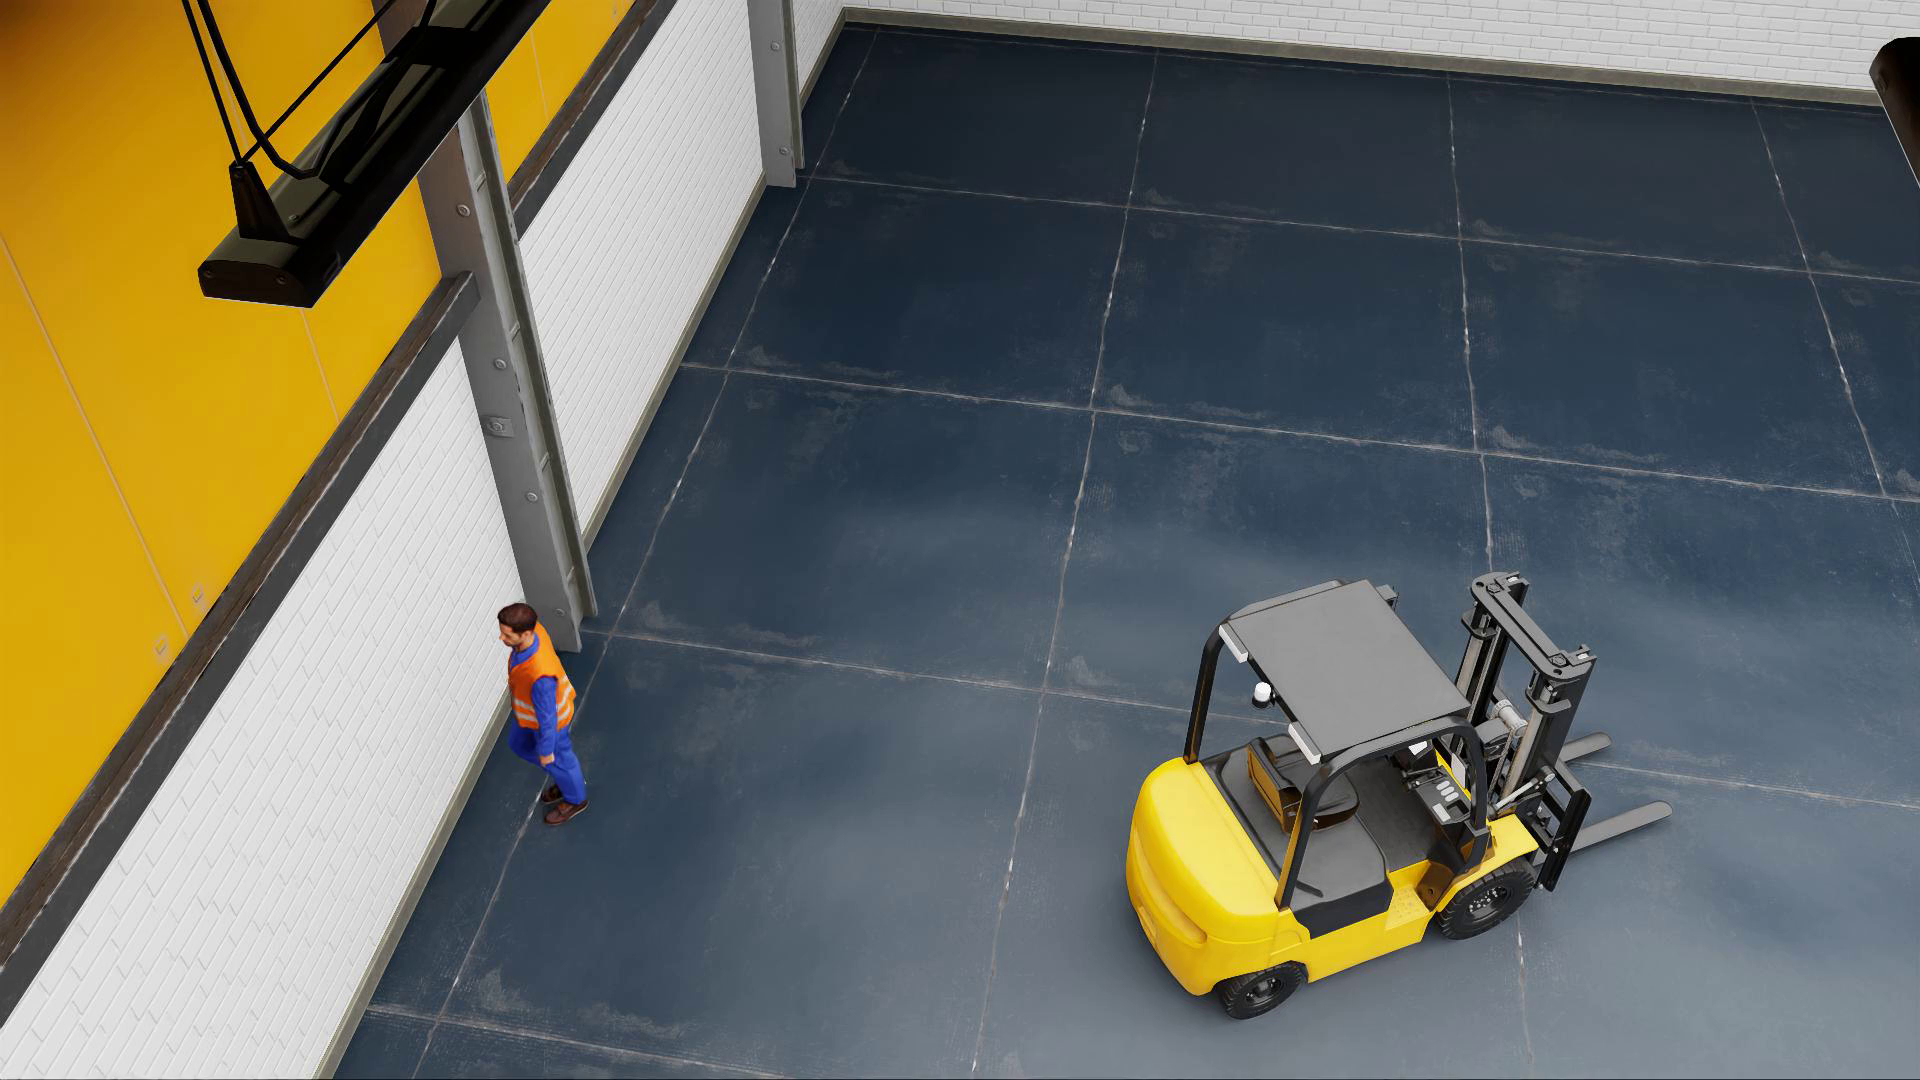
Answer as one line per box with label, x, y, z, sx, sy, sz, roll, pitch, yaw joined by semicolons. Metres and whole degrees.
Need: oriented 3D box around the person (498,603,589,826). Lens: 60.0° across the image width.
person;-2.360;0.990;9.745;0.911;1.854;0.834;-21;48;-21
